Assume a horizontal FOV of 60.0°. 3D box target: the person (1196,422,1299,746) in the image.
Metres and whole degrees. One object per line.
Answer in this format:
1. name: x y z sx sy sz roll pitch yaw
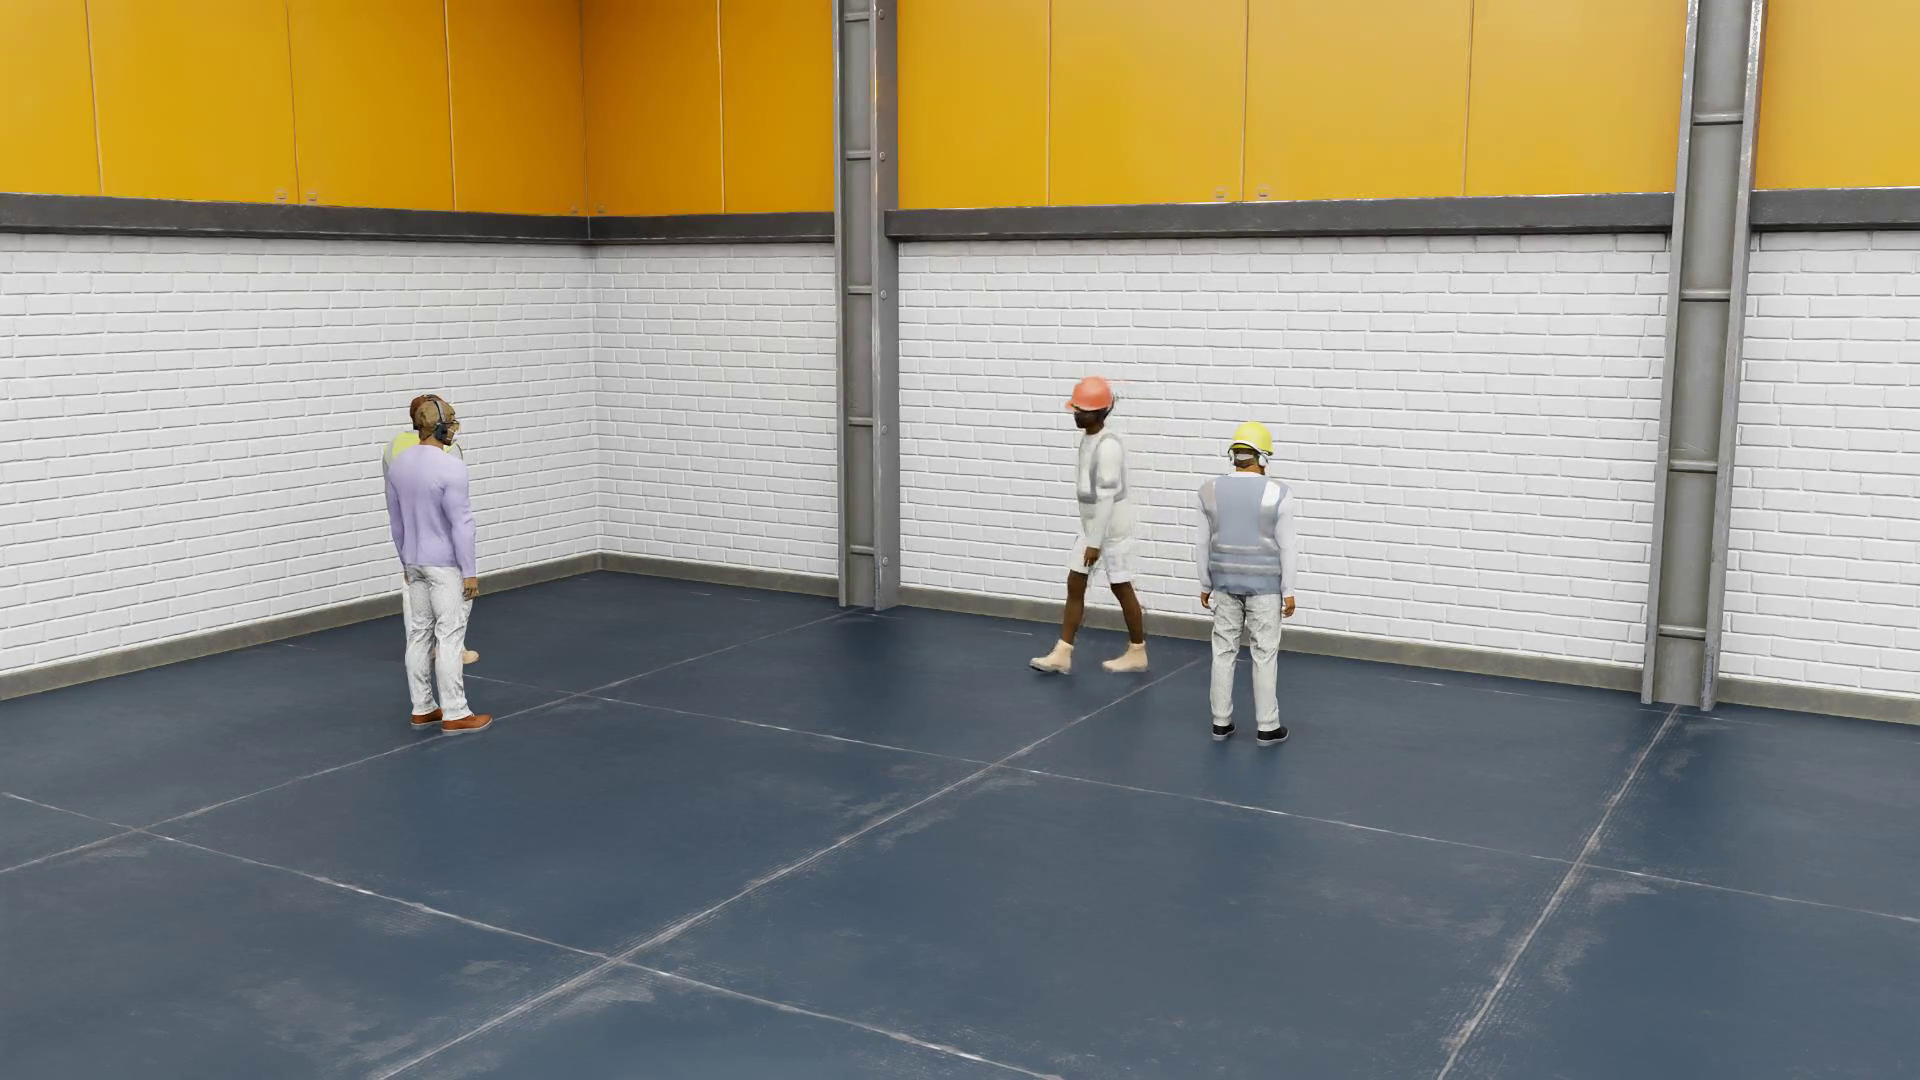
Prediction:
1. person: 1.621 0.246 9.364 0.589 1.822 0.403 5 10 29

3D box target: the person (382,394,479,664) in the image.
1. person: -3.565 -0.063 11.236 0.626 1.843 0.429 4 10 23

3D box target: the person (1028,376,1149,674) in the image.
1. person: 0.863 -0.073 10.831 0.921 1.987 0.637 -3 10 -17

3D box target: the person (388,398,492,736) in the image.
1. person: -3.003 0.155 9.571 0.636 1.938 0.354 6 11 34
